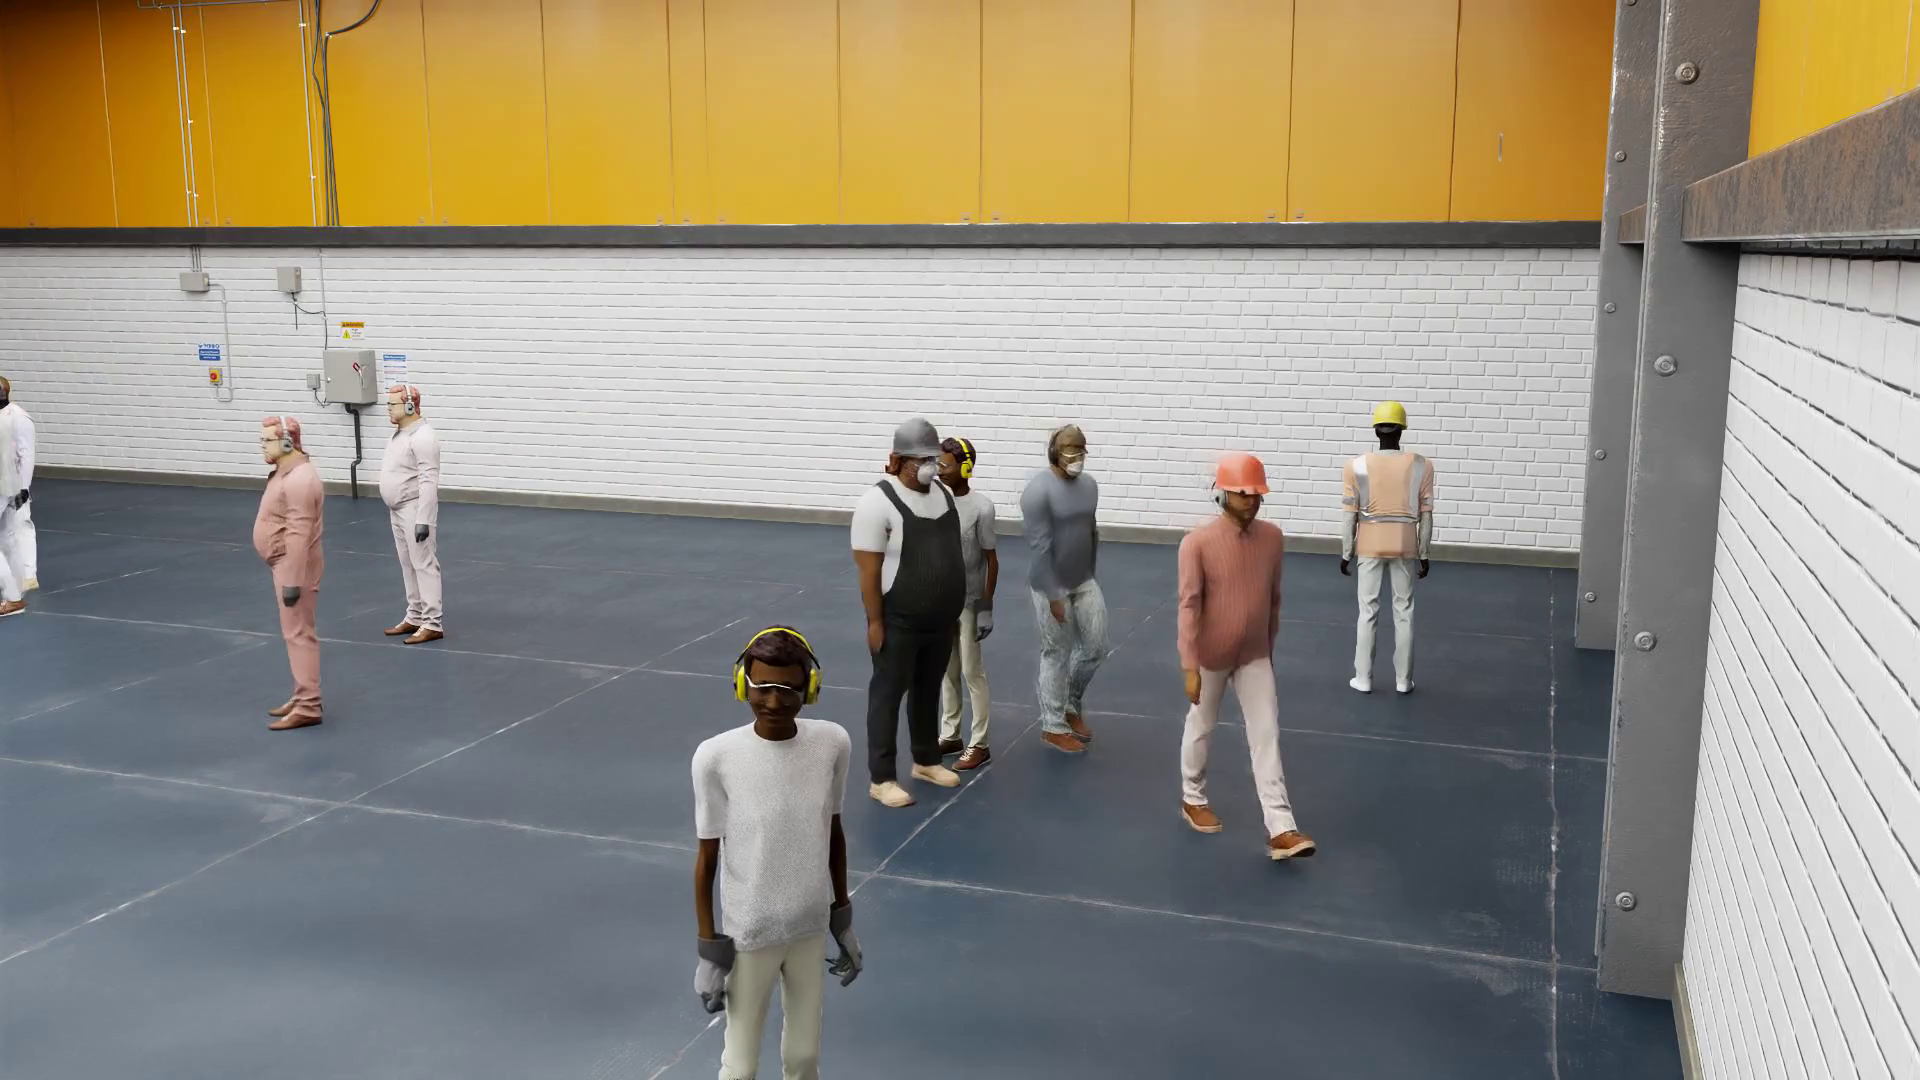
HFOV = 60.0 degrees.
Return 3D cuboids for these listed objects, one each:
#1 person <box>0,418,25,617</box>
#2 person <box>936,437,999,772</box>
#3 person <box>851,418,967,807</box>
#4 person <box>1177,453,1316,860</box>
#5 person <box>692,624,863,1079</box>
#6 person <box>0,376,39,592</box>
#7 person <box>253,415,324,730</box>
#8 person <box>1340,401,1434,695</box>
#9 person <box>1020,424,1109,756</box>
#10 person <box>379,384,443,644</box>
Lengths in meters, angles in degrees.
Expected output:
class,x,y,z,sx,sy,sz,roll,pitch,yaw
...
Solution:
class,x,y,z,sx,sy,sz,roll,pitch,yaw
person,-7.633,-0.311,13.177,0.339,1.835,0.651,0,10,0
person,-0.012,0.354,9.309,0.314,1.869,0.535,-9,13,-40
person,-0.217,0.360,8.794,0.536,2.000,0.693,10,14,43
person,1.332,0.555,7.974,0.643,1.936,1.025,-4,11,-22
person,-0.520,1.155,4.819,0.521,1.863,0.319,-6,12,-31
person,-8.093,-0.475,14.057,0.627,1.844,0.429,4,11,22
person,-4.088,0.187,10.167,0.407,1.902,0.642,-5,11,-26
person,2.772,0.058,10.840,0.584,1.917,0.381,1,10,8
person,0.625,0.284,9.548,0.635,1.918,0.458,-9,14,-42
person,-4.066,-0.195,12.294,0.410,1.909,0.643,-8,13,-38
